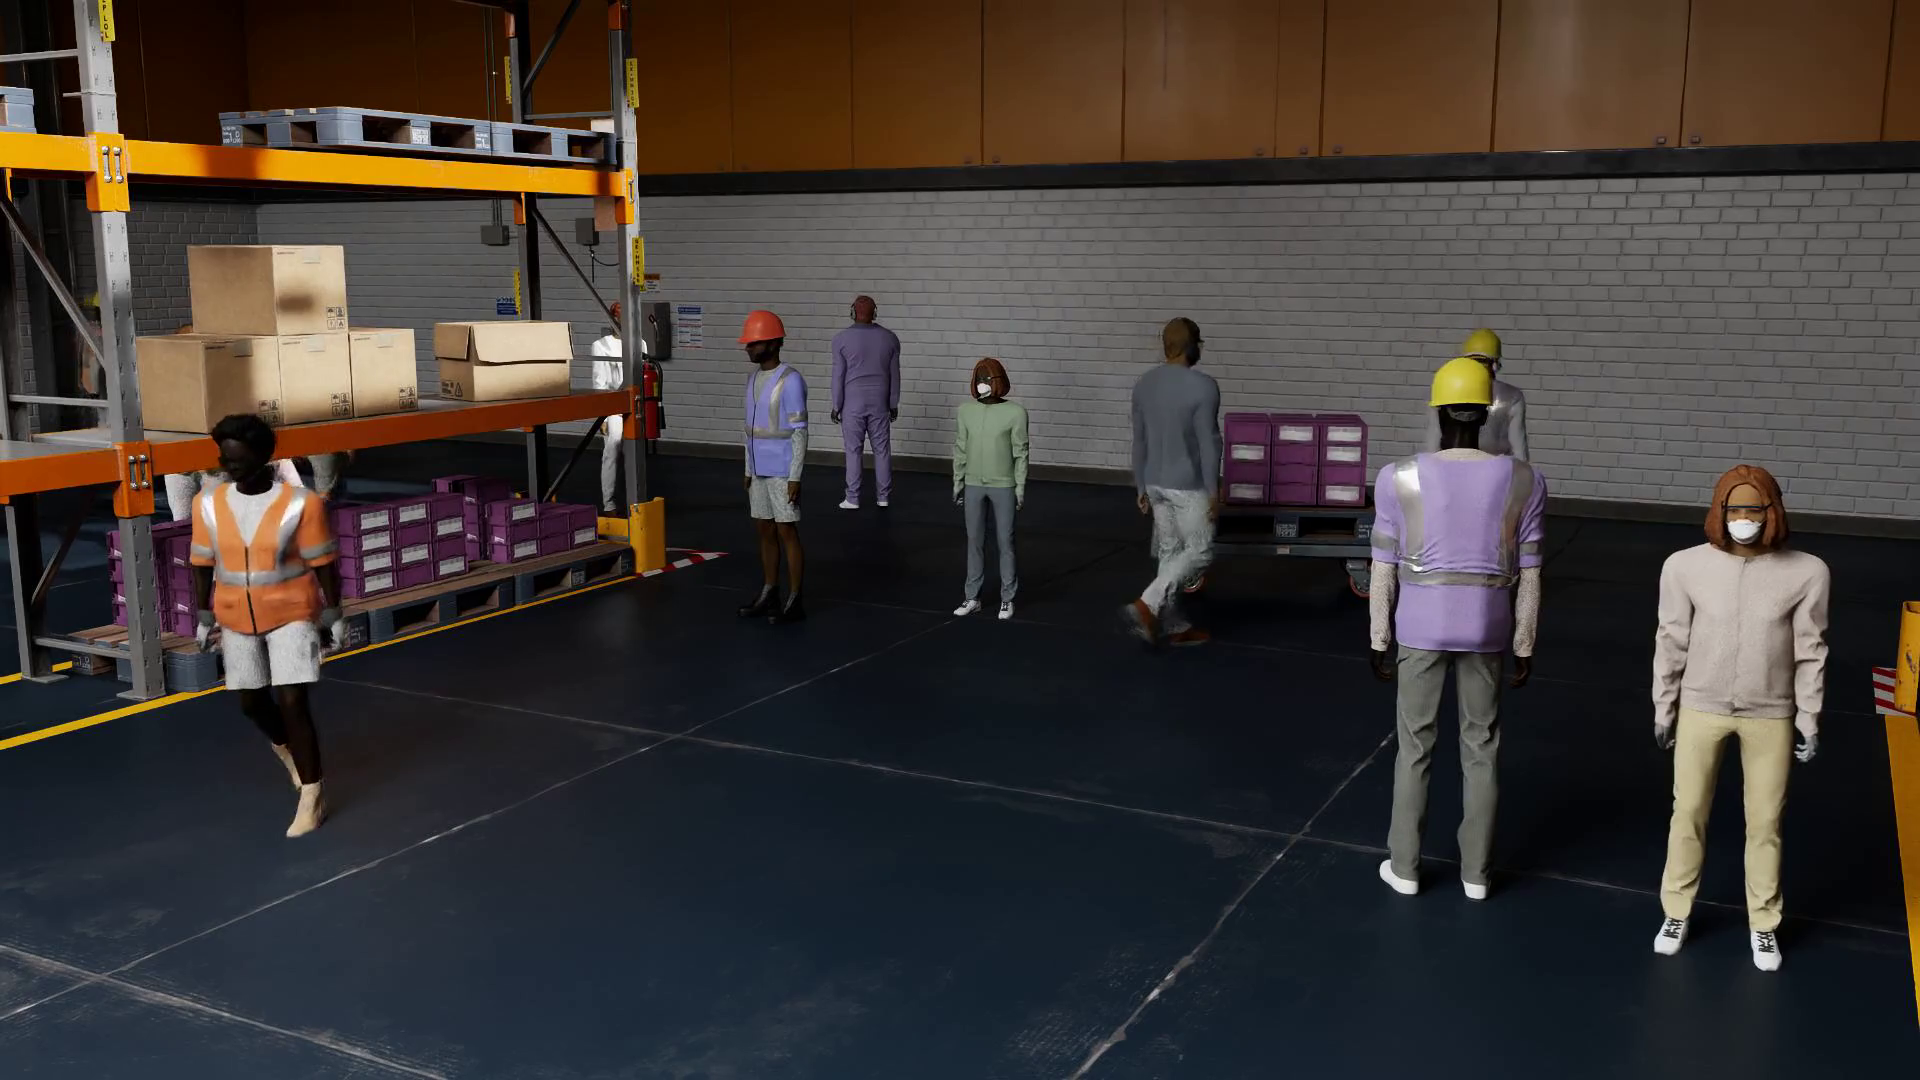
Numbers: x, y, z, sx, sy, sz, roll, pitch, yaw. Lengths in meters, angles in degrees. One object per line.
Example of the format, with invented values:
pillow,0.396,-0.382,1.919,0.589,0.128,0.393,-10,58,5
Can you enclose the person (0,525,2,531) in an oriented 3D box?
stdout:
person,-8.134,-0.997,13.441,0.544,1.939,0.372,1,10,7

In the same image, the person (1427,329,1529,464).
person,3.158,-0.370,10.140,0.589,1.820,0.459,8,12,38

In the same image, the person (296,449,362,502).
person,-4.647,-0.721,12.185,0.445,1.816,0.603,-9,13,-42

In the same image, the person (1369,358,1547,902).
person,1.739,0.320,5.891,0.588,1.919,0.401,1,10,8

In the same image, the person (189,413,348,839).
person,-2.754,0.308,6.708,0.599,1.676,0.660,0,10,-2

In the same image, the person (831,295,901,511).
person,-0.849,-1.215,14.797,0.651,1.907,0.409,-4,11,-22

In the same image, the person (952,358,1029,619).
person,0.184,-0.321,10.412,0.505,1.633,0.279,4,11,22

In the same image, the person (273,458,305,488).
person,-5.624,-1.030,13.630,1.015,1.932,0.676,-8,13,-38

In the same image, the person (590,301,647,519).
person,-2.859,-1.080,14.103,0.351,1.880,0.576,8,13,39

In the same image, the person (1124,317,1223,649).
person,1.198,-0.299,9.438,0.645,1.927,0.642,-7,12,-35

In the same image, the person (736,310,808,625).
person,-1.173,-0.440,10.228,0.377,1.932,0.551,-9,13,-41

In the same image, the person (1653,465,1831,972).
person,2.476,0.566,5.318,0.498,1.626,0.284,4,11,23

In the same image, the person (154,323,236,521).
person,-4.888,-0.473,10.721,0.626,1.836,0.428,-1,10,-5

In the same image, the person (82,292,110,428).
person,-8.669,-1.570,16.841,0.499,1.908,0.605,-5,11,-25
